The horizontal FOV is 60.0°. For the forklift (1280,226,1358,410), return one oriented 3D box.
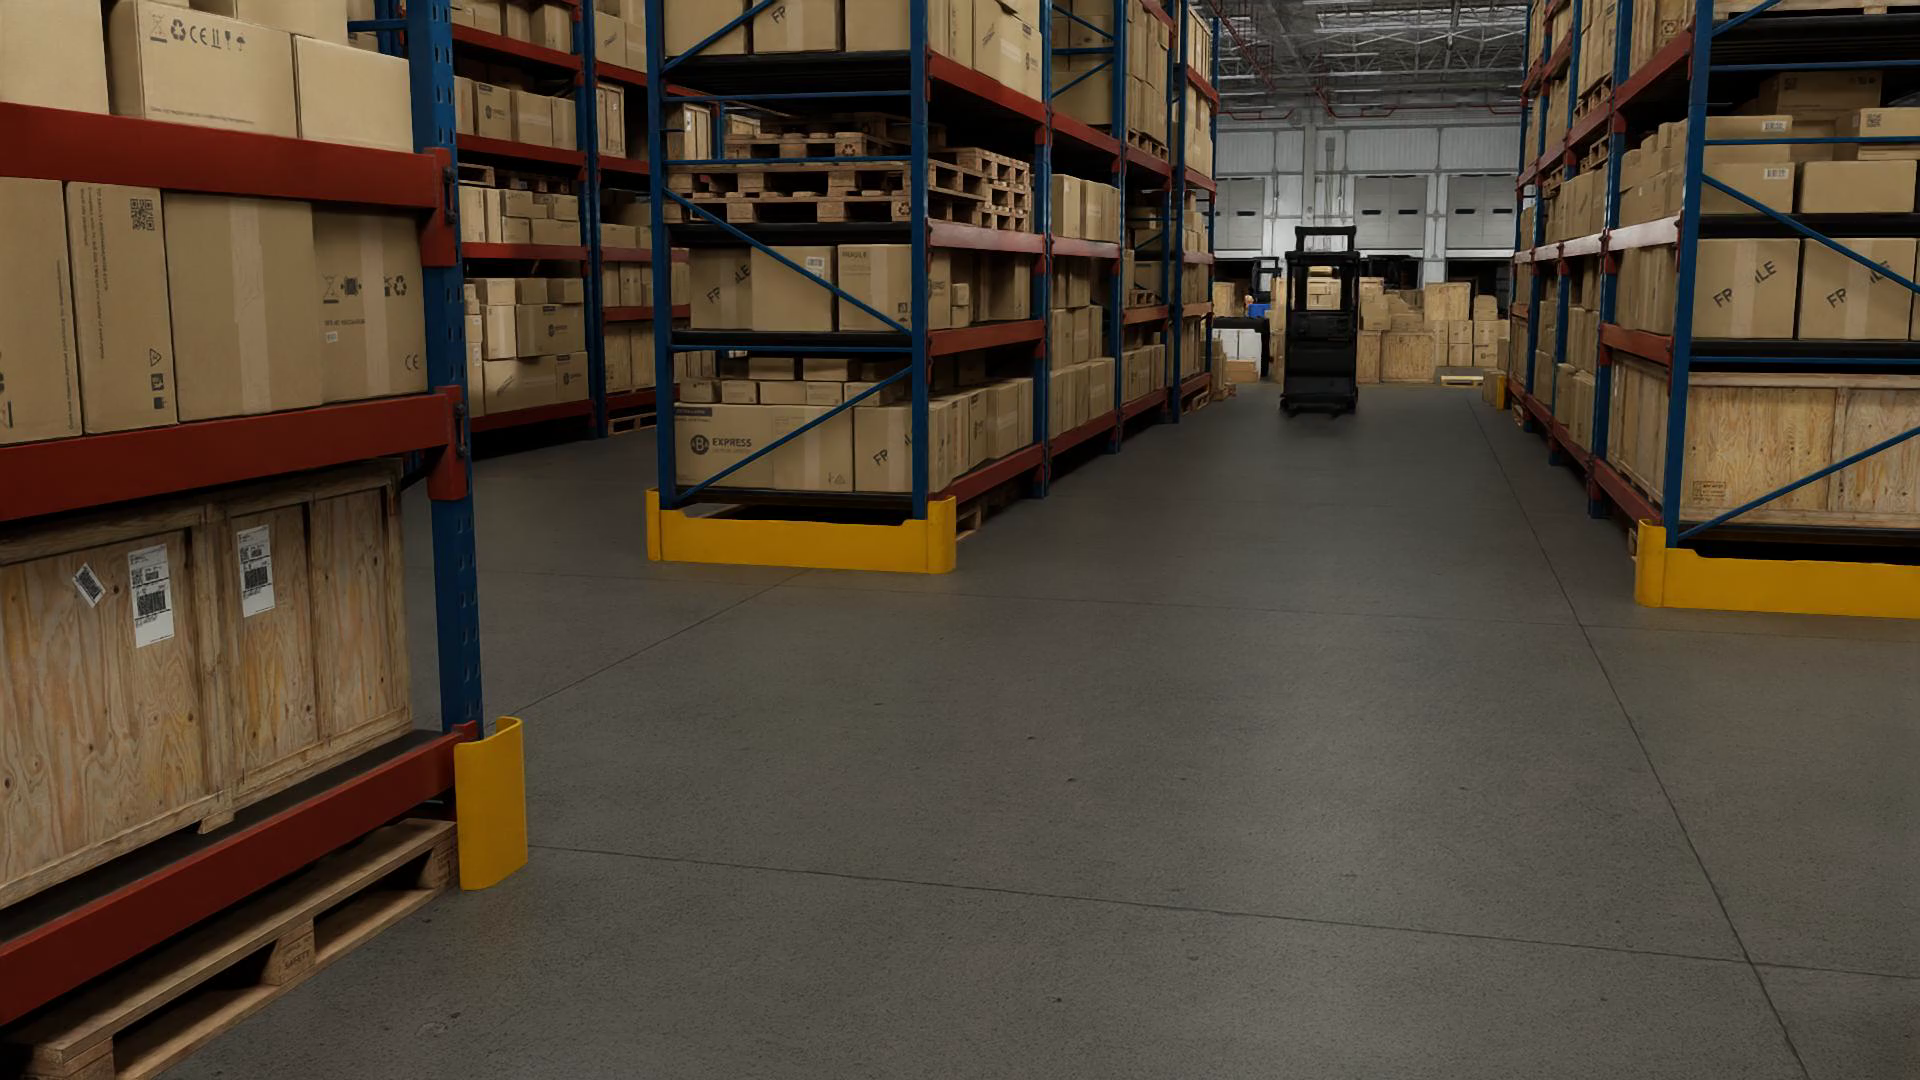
[{"bbox_3d":[5.661,-3.487,25.926,1.129,2.768,1.873,2,9,15],"label":"forklift"}]

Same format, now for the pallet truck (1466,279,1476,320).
[{"bbox_3d":[18.896,-8.459,60.307,1.885,1.965,0.823,5,10,31],"label":"pallet truck"}]

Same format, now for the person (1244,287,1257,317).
[{"bbox_3d":[10.812,-8.561,61.923,0.531,1.692,0.320,4,10,26],"label":"person"}]

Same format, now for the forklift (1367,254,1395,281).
[{"bbox_3d":[14.333,-8.337,56.737,1.129,2.768,1.873,-2,9,-13],"label":"forklift"}]

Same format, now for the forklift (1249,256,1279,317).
[{"bbox_3d":[11.325,-9.117,61.693,1.129,2.768,1.873,2,9,15],"label":"forklift"}]
